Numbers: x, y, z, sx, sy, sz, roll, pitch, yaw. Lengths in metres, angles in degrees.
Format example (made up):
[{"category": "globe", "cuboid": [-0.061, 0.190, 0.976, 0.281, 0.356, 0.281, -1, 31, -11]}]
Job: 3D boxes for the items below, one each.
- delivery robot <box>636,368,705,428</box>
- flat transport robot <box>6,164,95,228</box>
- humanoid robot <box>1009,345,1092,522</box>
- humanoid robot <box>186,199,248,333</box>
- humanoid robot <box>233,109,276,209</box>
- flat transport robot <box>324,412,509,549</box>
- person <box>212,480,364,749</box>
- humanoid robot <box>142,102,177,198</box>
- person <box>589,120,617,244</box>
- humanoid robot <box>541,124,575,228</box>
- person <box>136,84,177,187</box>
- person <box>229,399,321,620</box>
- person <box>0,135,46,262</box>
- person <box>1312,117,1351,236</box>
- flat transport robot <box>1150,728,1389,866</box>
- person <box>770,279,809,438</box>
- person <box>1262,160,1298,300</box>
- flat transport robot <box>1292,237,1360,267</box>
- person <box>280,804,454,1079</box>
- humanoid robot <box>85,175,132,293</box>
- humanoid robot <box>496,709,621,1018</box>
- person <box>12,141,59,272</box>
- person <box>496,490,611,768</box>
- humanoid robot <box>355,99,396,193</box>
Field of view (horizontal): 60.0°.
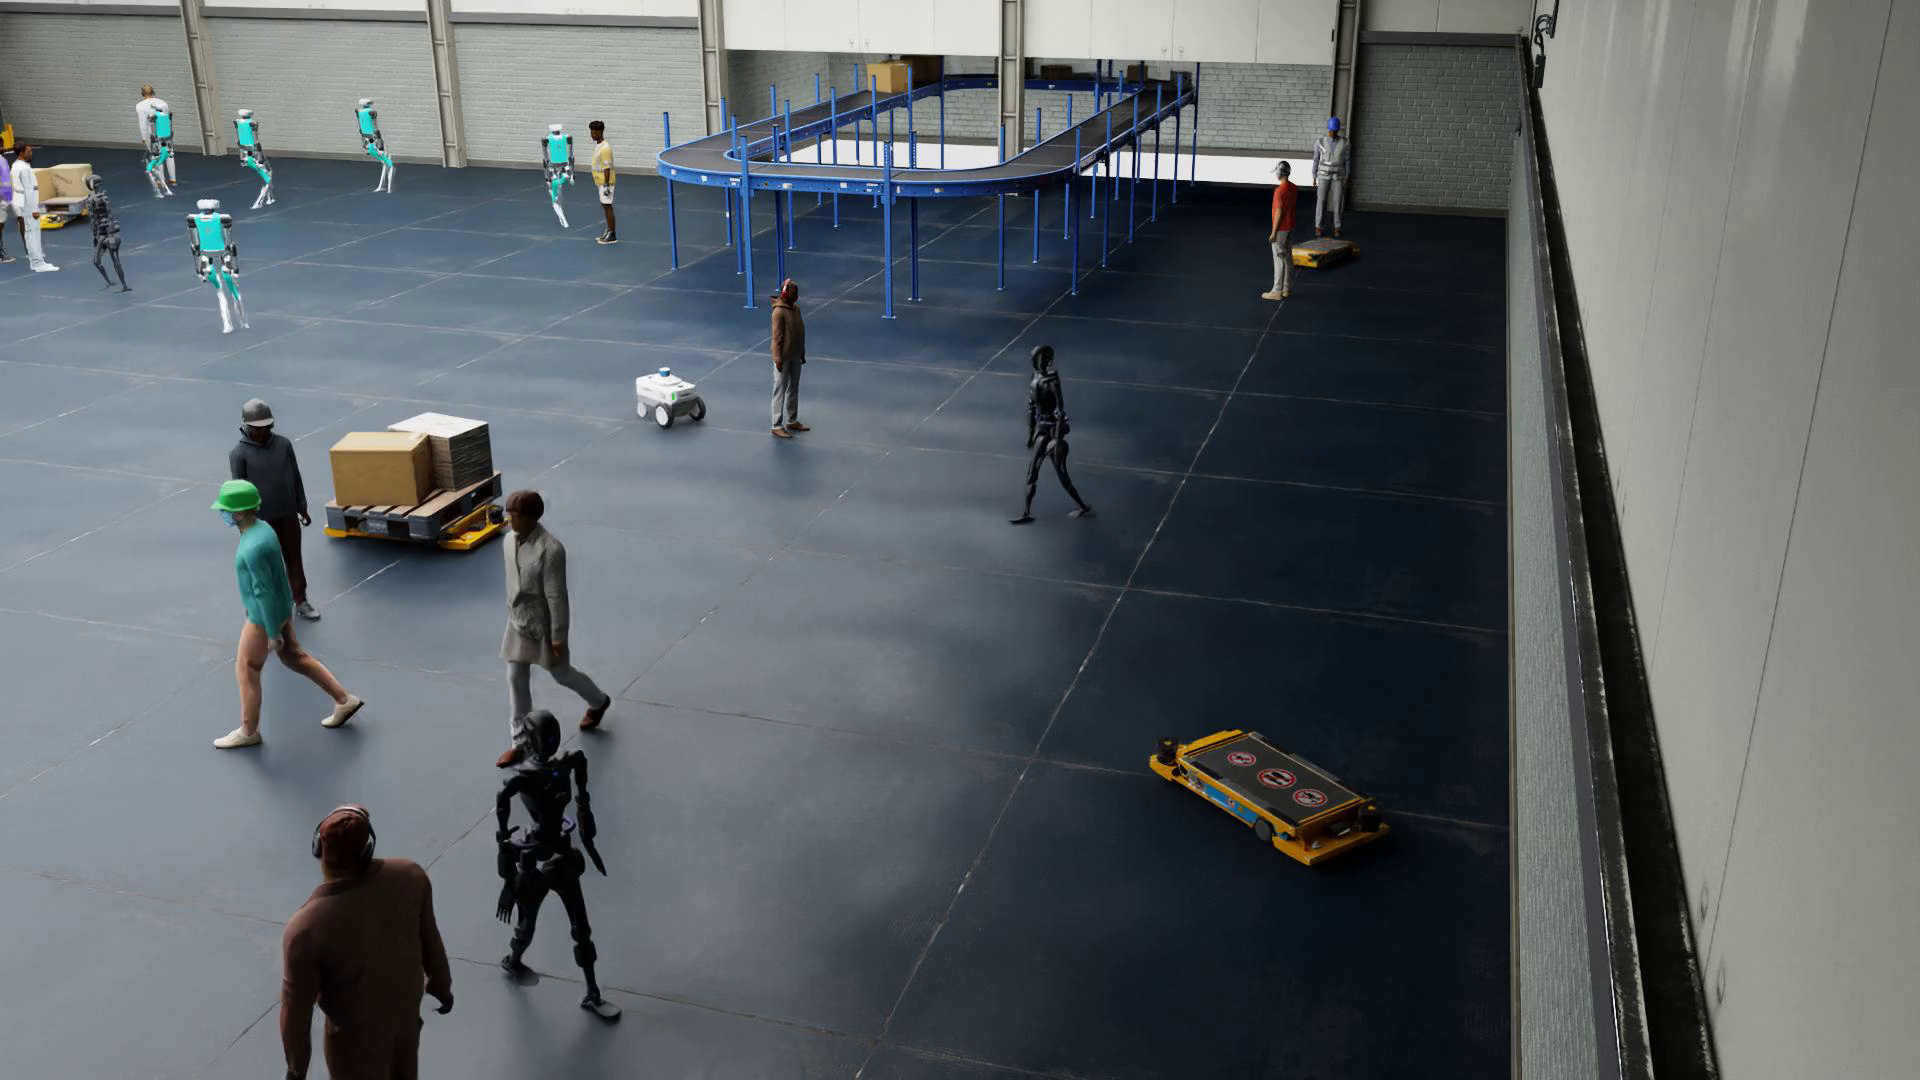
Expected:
[{"category": "delivery robot", "cuboid": [-3.117, -1.526, 17.747, 0.783, 0.601, 0.499, 20, 29, 41]}, {"category": "flat transport robot", "cuboid": [-15.619, -5.587, 28.669, 0.659, 0.231, 1.431, -3, 21, -7]}, {"category": "humanoid robot", "cuboid": [0.821, -0.932, 14.729, 0.785, 1.637, 0.598, -10, 23, -25]}, {"category": "humanoid robot", "cuboid": [-9.384, -3.421, 21.170, 0.541, 1.898, 0.756, -2, 21, -6]}, {"category": "humanoid robot", "cuboid": [-12.634, -6.894, 30.050, 0.556, 1.777, 0.885, 10, 23, 24]}, {"category": "flat transport robot", "cuboid": [-4.770, -0.168, 14.612, 1.431, 0.231, 0.659, 6, 22, 14]}, {"category": "person", "cuboid": [-4.458, 0.455, 10.818, 0.899, 1.837, 0.519, -4, 21, -11]}, {"category": "humanoid robot", "cuboid": [-14.947, -7.256, 30.906, 0.707, 1.753, 0.531, 6, 22, 15]}, {"category": "person", "cuboid": [-5.740, -5.775, 26.815, 0.375, 1.958, 0.602, -7, 22, -19]}, {"category": "humanoid robot", "cuboid": [-6.896, -6.225, 28.374, 0.544, 1.781, 1.053, -11, 23, -25]}, {"category": "person", "cuboid": [-15.492, -7.782, 32.048, 0.378, 1.937, 0.628, 13, 25, 30]}, {"category": "person", "cuboid": [-5.197, -0.205, 12.575, 0.380, 1.806, 0.548, 18, 28, 39]}, {"category": "person", "cuboid": [-14.520, -5.213, 25.387, 0.831, 1.936, 0.626, 1, 21, 3]}, {"category": "person", "cuboid": [6.101, -5.980, 27.382, 0.616, 1.932, 0.416, 3, 21, 7]}, {"category": "flat transport robot", "cuboid": [1.876, 1.527, 10.216, 0.659, 0.231, 1.431, -14, 25, -31]}, {"category": "person", "cuboid": [-1.778, -1.877, 17.134, 0.309, 1.647, 0.462, 12, 24, 28]}, {"category": "person", "cuboid": [4.428, -4.291, 23.035, 0.417, 1.907, 0.476, 17, 27, 37]}, {"category": "flat transport robot", "cuboid": [5.567, -4.442, 25.700, 0.659, 0.231, 1.431, 16, 26, 36]}, {"category": "person", "cuboid": [-2.473, 1.974, 6.845, 0.467, 1.876, 0.752, 11, 24, 26]}, {"category": "humanoid robot", "cuboid": [-12.001, -4.301, 23.381, 0.583, 1.647, 0.376, 15, 25, 33]}, {"category": "humanoid robot", "cuboid": [-2.048, 1.574, 8.209, 0.795, 1.621, 0.609, 16, 26, 36]}, {"category": "person", "cuboid": [-13.869, -4.970, 24.779, 0.396, 1.919, 0.588, -16, 26, -35]}, {"category": "person", "cuboid": [-2.673, 0.509, 10.736, 0.515, 1.800, 0.887, 13, 24, 30]}, {"category": "humanoid robot", "cuboid": [-10.971, -7.450, 31.479, 0.531, 1.799, 0.694, 14, 25, 32]}]
